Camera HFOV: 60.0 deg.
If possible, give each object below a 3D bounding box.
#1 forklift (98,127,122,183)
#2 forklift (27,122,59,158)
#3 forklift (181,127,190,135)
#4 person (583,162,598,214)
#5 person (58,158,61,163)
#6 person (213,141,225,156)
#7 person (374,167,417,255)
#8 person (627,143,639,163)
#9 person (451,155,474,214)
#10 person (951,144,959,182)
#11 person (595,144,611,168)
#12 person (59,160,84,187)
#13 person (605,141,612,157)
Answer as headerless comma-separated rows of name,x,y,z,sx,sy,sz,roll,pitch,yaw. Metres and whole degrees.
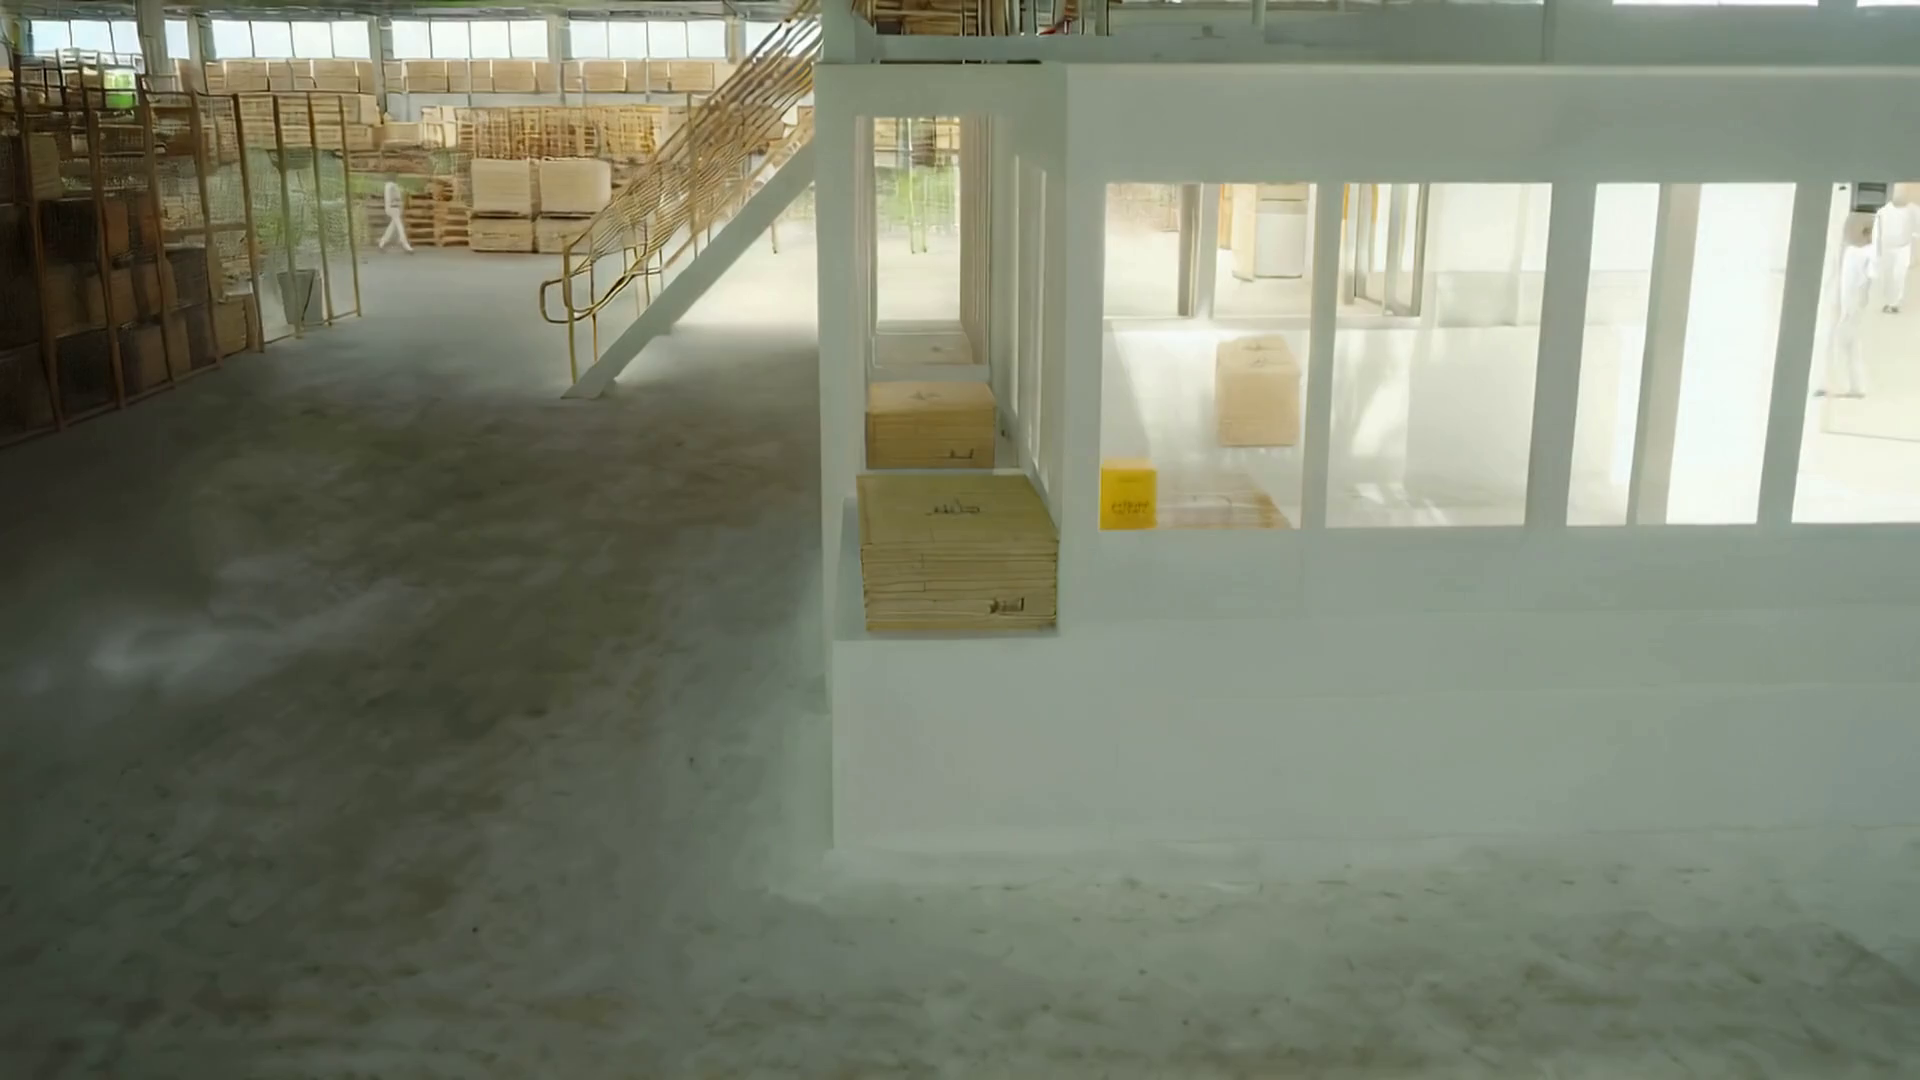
forklift,-36.905,-16.867,72.749,1.873,2.768,1.129,-1,14,-2
forklift,-35.376,-14.773,64.377,1.129,2.768,1.873,-1,14,-2
forklift,-42.181,-21.405,90.887,1.873,2.768,1.129,-1,14,-2
person,-10.325,-9.631,46.147,0.703,1.736,0.579,-13,19,-42
person,-33.941,-13.691,62.218,0.627,1.806,0.770,0,14,0
person,-36.821,-18.869,82.766,0.606,1.904,1.010,-9,17,-33
person,-12.043,-6.964,35.256,0.885,1.855,0.586,1,14,4
person,-16.019,-18.520,81.497,0.566,1.827,0.690,0,14,1
person,-14.967,-10.627,49.915,0.701,1.840,0.550,-6,15,-22
person,-0.076,-17.737,78.391,0.598,1.815,0.630,13,19,42
person,-15.820,-16.680,74.058,0.796,1.879,0.396,3,14,13
person,-18.309,-6.782,34.143,0.698,2.000,0.537,-9,17,-32
person,-16.197,-17.391,76.685,0.448,1.973,0.617,-12,18,-39
